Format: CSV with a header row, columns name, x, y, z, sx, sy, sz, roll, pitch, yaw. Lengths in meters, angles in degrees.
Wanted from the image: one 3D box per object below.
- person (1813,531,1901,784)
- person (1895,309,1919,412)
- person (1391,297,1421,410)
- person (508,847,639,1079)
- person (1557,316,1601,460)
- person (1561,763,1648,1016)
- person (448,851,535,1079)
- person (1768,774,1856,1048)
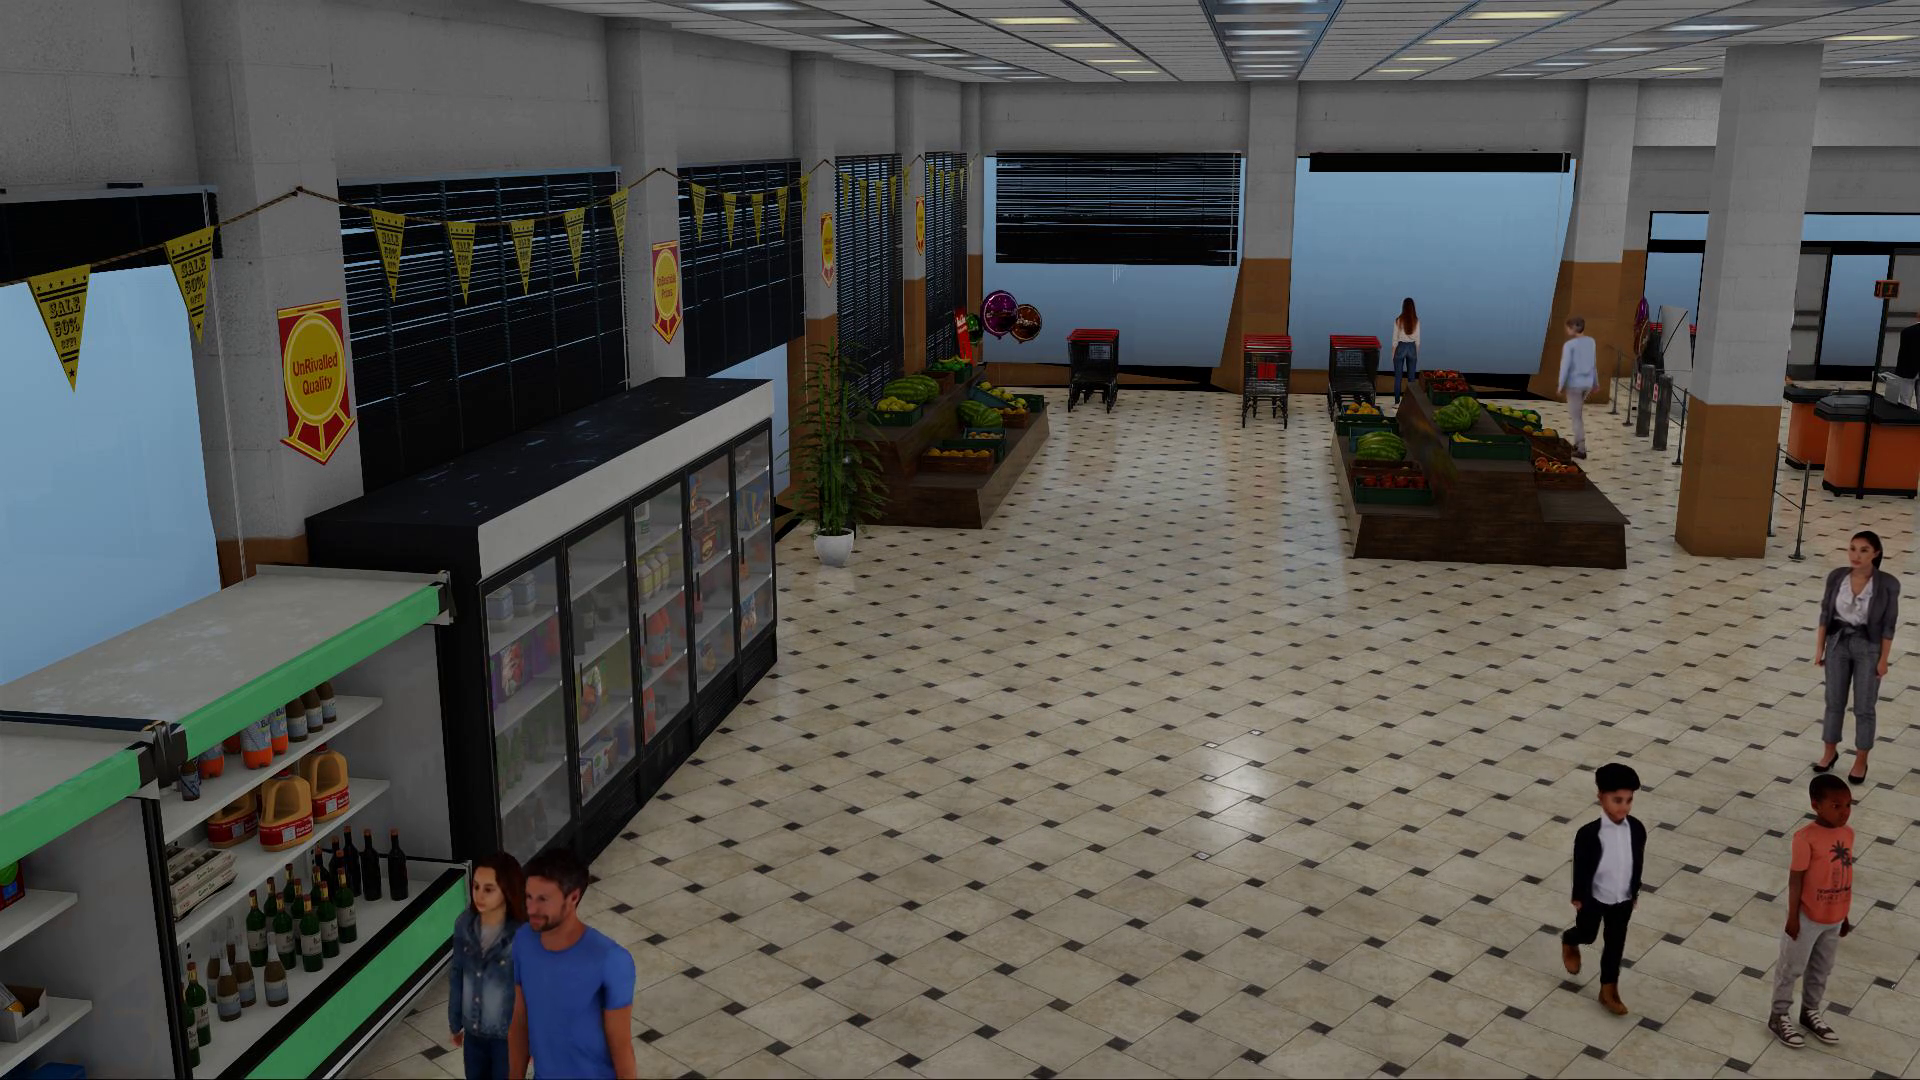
name,x,y,z,sx,sy,sz,roll,pitch,yaw
person,5.871,0.749,10.907,0.756,1.675,0.718,-12,18,-41
person,13.317,-2.355,23.136,0.690,1.943,0.568,2,14,9
person,6.936,-2.907,25.872,0.593,1.727,0.529,1,14,4
person,-1.269,1.905,5.806,0.938,1.832,1.311,8,16,29
person,8.138,-1.968,21.730,0.885,1.853,0.925,-4,14,-17
person,3.132,1.662,8.130,0.598,1.209,0.809,-1,14,-3
person,-1.781,1.909,6.571,0.689,1.464,0.902,6,15,22
person,3.978,1.705,7.742,0.543,1.310,0.573,-4,14,-14
